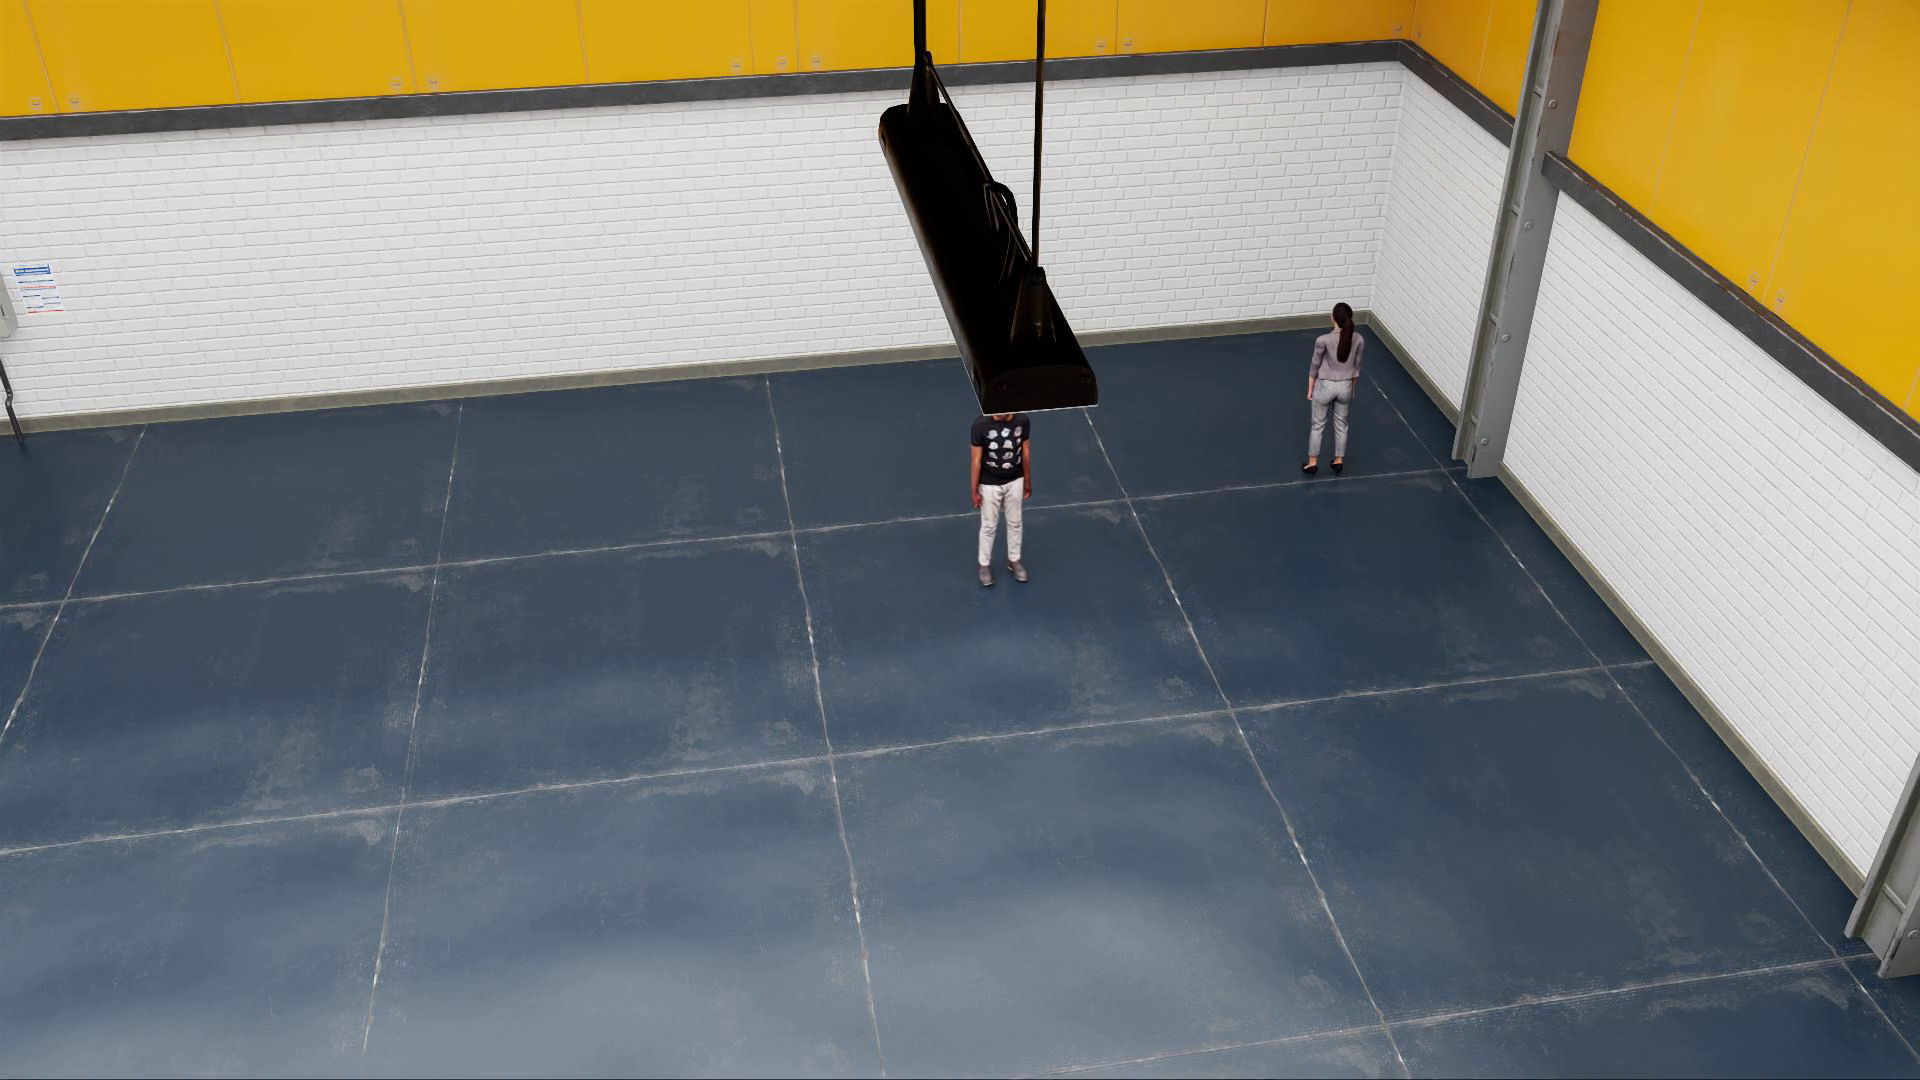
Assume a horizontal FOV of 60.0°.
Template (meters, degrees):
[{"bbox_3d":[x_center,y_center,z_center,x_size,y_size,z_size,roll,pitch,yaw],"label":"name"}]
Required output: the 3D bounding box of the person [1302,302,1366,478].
[{"bbox_3d":[3.324,-1.325,14.811,0.612,1.674,0.567,-4,34,-6],"label":"person"}]

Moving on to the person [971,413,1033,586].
[{"bbox_3d":[0.331,-0.475,13.417,0.682,1.801,0.629,-9,35,-13],"label":"person"}]
